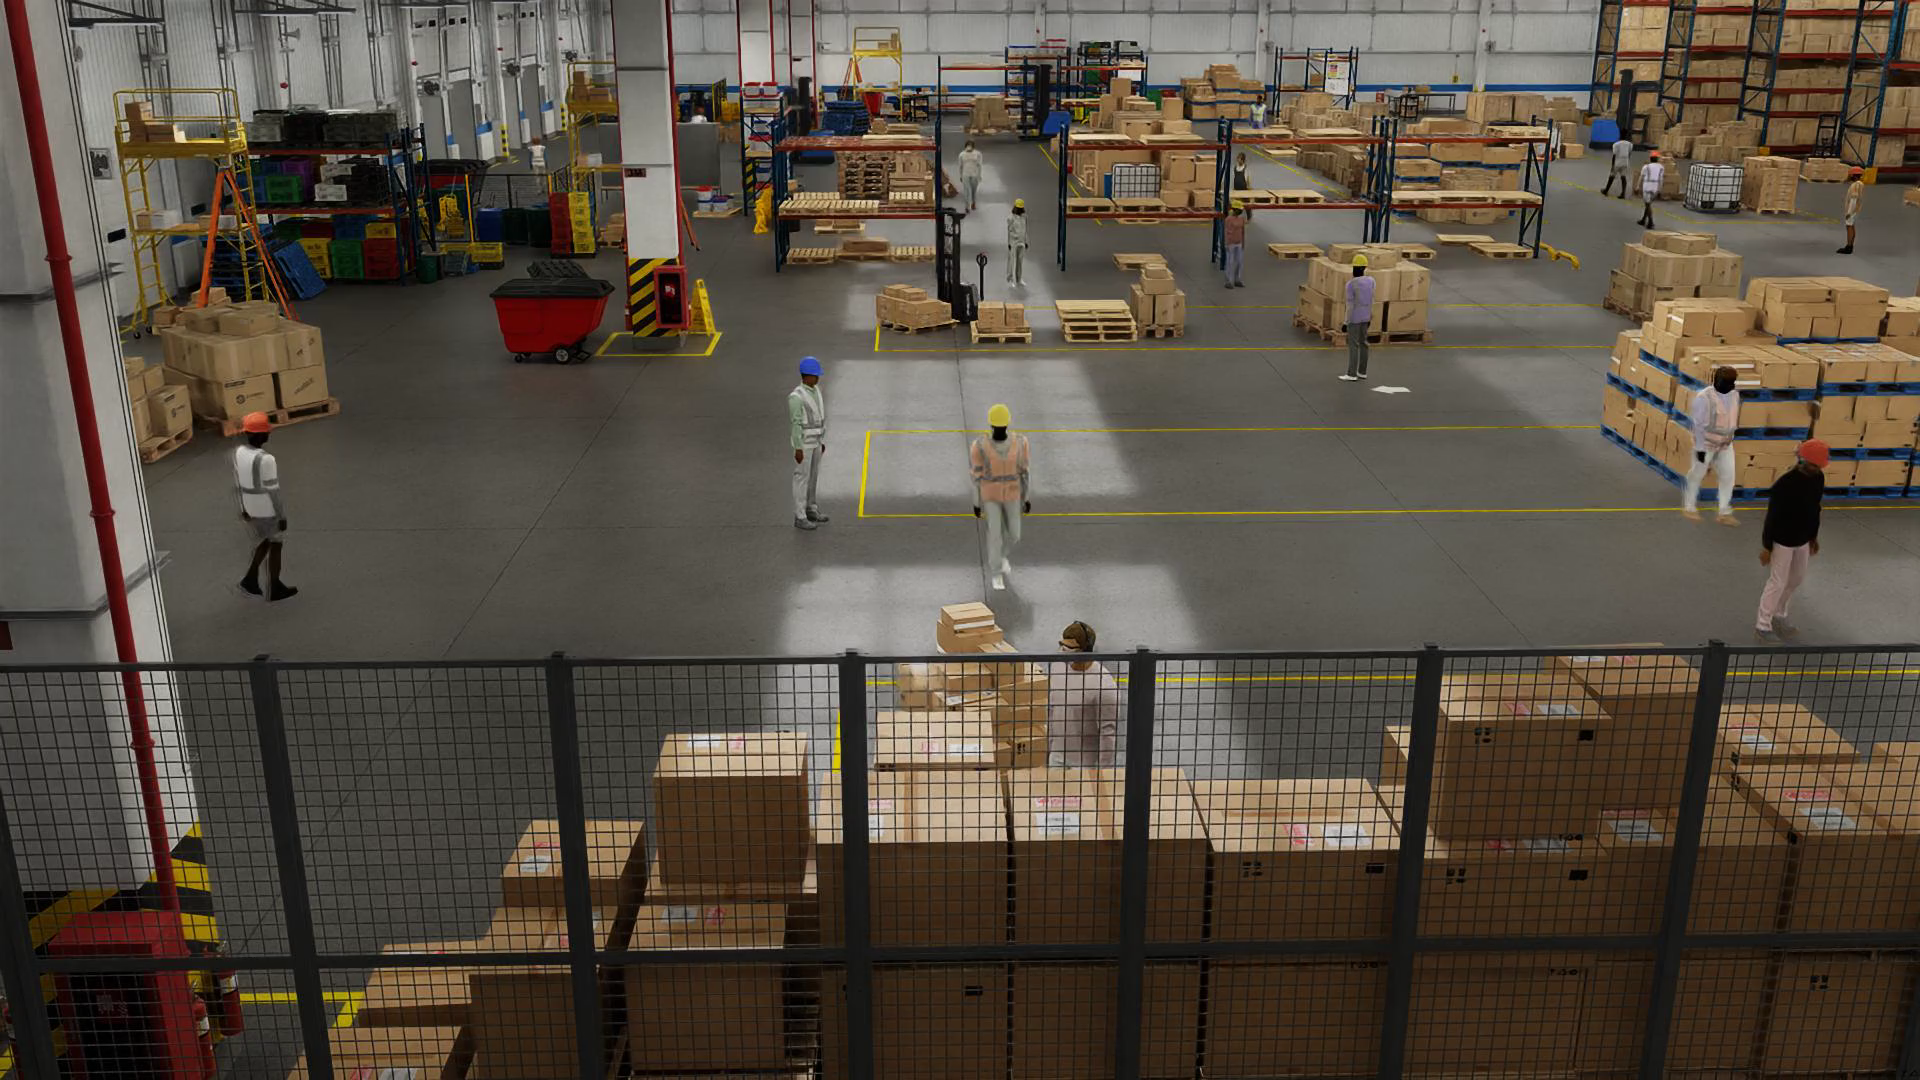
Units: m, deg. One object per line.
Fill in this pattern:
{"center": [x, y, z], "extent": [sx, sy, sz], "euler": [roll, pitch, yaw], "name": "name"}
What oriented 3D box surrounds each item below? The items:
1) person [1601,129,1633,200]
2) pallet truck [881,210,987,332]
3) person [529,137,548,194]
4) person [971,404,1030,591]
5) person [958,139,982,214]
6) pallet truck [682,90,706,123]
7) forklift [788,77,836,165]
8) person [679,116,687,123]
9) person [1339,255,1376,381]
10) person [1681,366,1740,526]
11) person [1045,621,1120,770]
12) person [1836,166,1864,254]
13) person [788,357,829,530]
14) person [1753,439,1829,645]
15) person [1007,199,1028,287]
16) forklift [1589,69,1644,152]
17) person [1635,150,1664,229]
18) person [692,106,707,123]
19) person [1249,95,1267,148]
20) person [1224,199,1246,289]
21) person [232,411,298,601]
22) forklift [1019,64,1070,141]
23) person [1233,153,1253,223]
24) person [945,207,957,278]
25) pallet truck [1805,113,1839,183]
{"center": [18.477, -10.536, 46.633], "extent": [0.632, 1.897, 1.041], "euler": [-3, 19, -9], "name": "person"}
{"center": [-0.493, -4.759, 29.349], "extent": [1.885, 1.965, 0.823], "euler": [-13, 23, -34], "name": "pallet truck"}
{"center": [-12.118, -10.760, 47.782], "extent": [0.523, 1.585, 0.879], "euler": [-4, 19, -11], "name": "person"}
{"center": [0.401, -0.459, 16.730], "extent": [0.607, 1.908, 0.488], "euler": [-4, 19, -12], "name": "person"}
{"center": [0.274, -9.639, 43.986], "extent": [0.631, 1.909, 0.978], "euler": [0, 19, 1], "name": "person"}
{"center": [-9.671, -15.907, 62.421], "extent": [0.823, 1.965, 1.885], "euler": [5, 19, 15], "name": "pallet truck"}
{"center": [-5.106, -13.900, 55.106], "extent": [1.873, 2.768, 1.129], "euler": [-1, 19, -1], "name": "forklift"}
{"center": [-8.407, -11.999, 50.929], "extent": [0.371, 1.934, 0.627], "euler": [-5, 19, -14], "name": "person"}
{"center": [6.057, -3.387, 25.387], "extent": [0.589, 1.928, 0.385], "euler": [-13, 22, -33], "name": "person"}
{"center": [8.484, -1.028, 18.571], "extent": [0.630, 1.819, 0.761], "euler": [-6, 20, -18], "name": "person"}
{"center": [0.780, 1.445, 11.036], "extent": [0.373, 1.940, 0.628], "euler": [-14, 23, -35], "name": "person"}
{"center": [19.962, -7.395, 37.260], "extent": [0.376, 1.936, 0.549], "euler": [15, 24, 37], "name": "person"}
{"center": [-1.677, -1.094, 18.552], "extent": [0.406, 1.945, 0.613], "euler": [8, 20, 21], "name": "person"}
{"center": [7.630, -0.011, 15.312], "extent": [0.733, 1.966, 0.566], "euler": [-9, 21, -26], "name": "person"}
{"center": [1.165, -5.944, 33.259], "extent": [0.487, 1.741, 0.313], "euler": [-14, 23, -35], "name": "person"}
{"center": [23.763, -15.431, 59.648], "extent": [1.873, 2.768, 1.129], "euler": [9, 21, 25], "name": "forklift"}
{"center": [17.105, -8.682, 41.165], "extent": [0.559, 1.896, 0.989], "euler": [-3, 19, -7], "name": "person"}
{"center": [-8.735, -13.521, 55.564], "extent": [0.599, 1.866, 0.762], "euler": [7, 20, 21], "name": "person"}
{"center": [10.932, -15.306, 60.810], "extent": [0.608, 1.887, 0.674], "euler": [9, 21, 25], "name": "person"}
{"center": [5.467, -5.881, 33.046], "extent": [0.535, 1.761, 0.330], "euler": [-12, 22, -33], "name": "person"}
{"center": [-6.822, -0.311, 16.265], "extent": [0.570, 1.919, 0.461], "euler": [12, 22, 32], "name": "person"}
{"center": [3.235, -16.572, 63.033], "extent": [1.873, 2.768, 1.129], "euler": [-1, 19, -2], "name": "forklift"}
{"center": [7.044, -8.737, 41.440], "extent": [0.514, 1.822, 0.790], "euler": [15, 24, 38], "name": "person"}
{"center": [-0.104, -5.641, 32.444], "extent": [0.656, 1.671, 0.557], "euler": [5, 19, 14], "name": "person"}
{"center": [26.403, -11.957, 50.702], "extent": [0.823, 1.965, 1.885], "euler": [6, 19, 16], "name": "pallet truck"}
